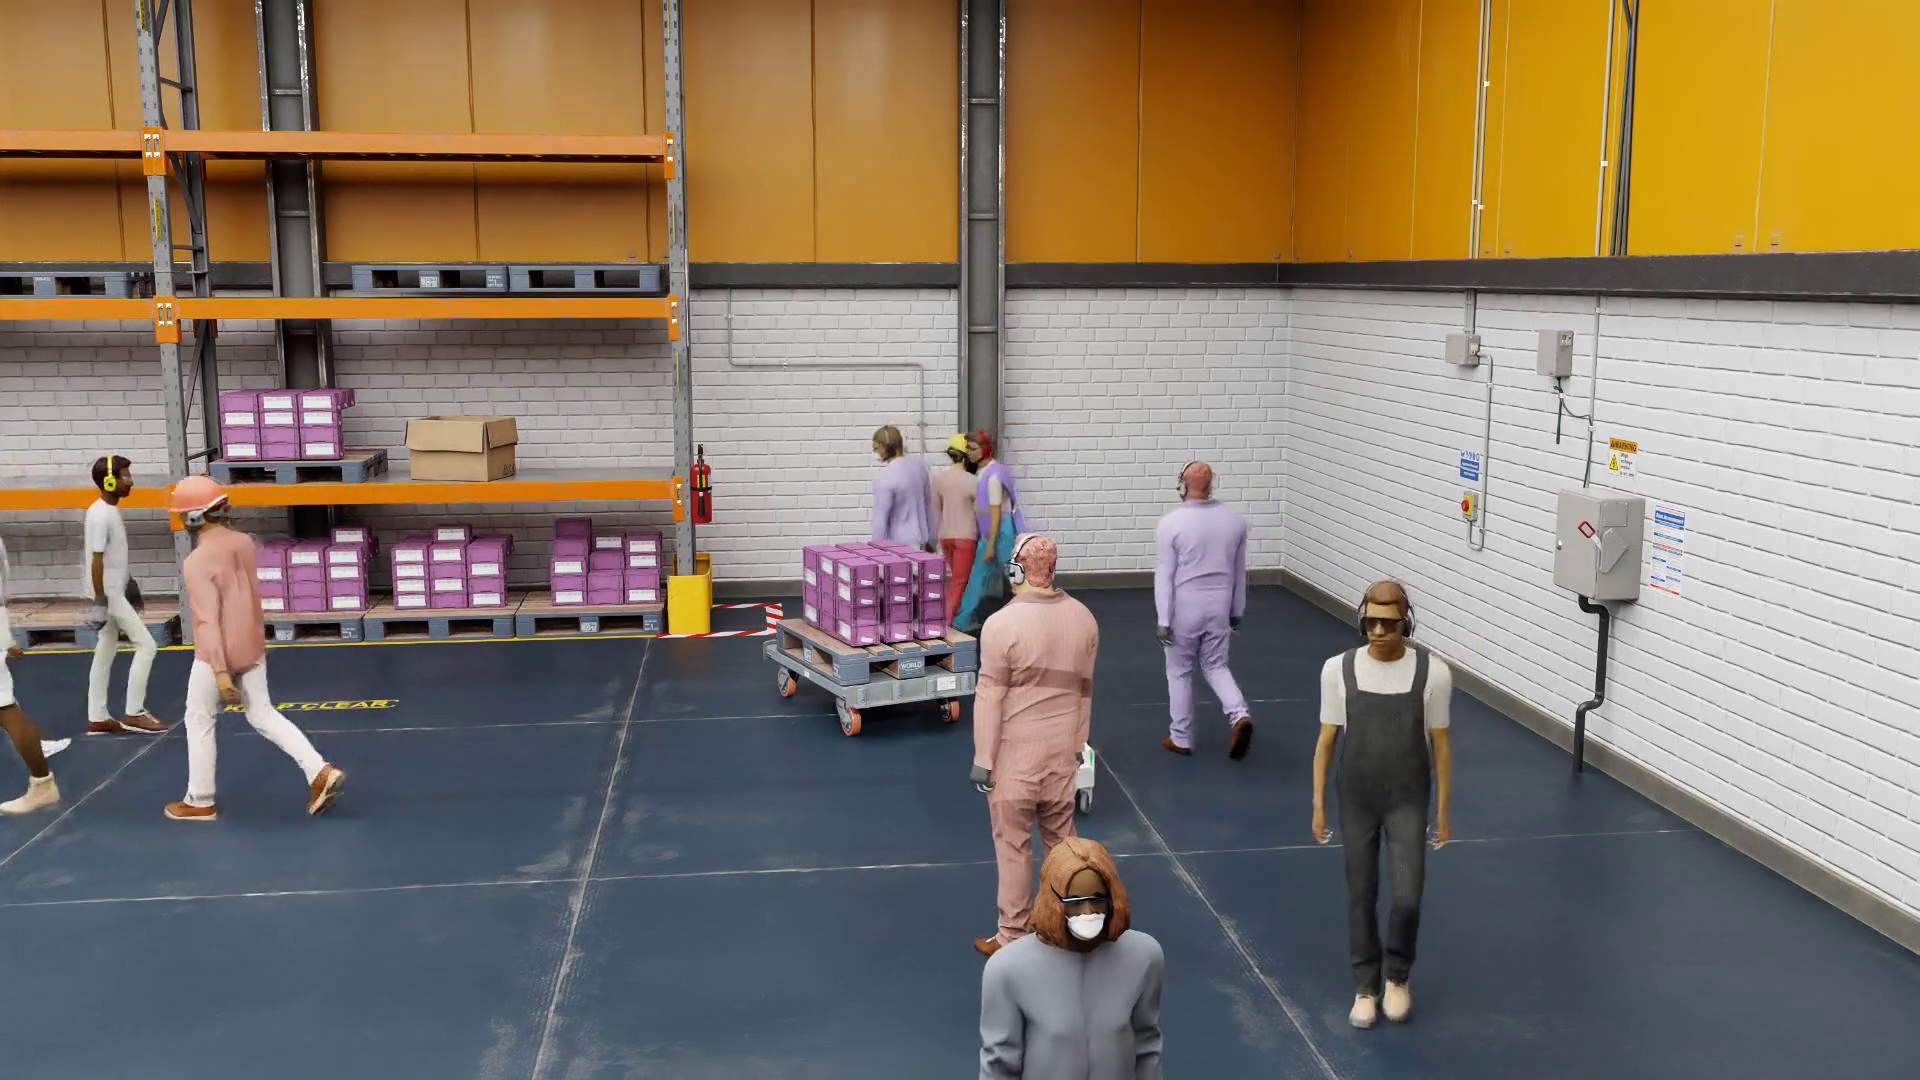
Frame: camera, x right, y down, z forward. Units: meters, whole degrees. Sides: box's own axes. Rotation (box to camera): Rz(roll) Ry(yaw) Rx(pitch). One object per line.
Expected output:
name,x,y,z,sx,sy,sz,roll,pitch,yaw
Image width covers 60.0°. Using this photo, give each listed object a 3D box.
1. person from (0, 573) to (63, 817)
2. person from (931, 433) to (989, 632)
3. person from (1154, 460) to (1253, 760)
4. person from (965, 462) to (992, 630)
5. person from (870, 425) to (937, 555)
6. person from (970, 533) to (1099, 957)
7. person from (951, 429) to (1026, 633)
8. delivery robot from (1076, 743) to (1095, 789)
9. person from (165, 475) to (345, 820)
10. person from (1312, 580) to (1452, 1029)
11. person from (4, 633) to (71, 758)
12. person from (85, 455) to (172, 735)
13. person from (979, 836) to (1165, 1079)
person,-5.531,0.584,9.104,1.033,1.991,0.628,-5,11,-30
person,-0.011,-0.019,13.748,0.529,1.731,0.847,6,11,34
person,1.519,0.452,10.288,0.657,1.885,0.709,-4,10,-23
person,0.046,-0.081,14.284,0.547,1.673,0.619,-5,11,-30
person,-0.461,0.046,12.871,1.037,1.868,0.686,5,10,27
person,0.309,0.913,7.384,0.647,1.900,0.402,-7,12,-38
person,0.262,-0.027,13.642,0.991,1.763,0.569,-3,10,-17
delivery robot,0.510,1.201,9.457,0.477,0.478,0.707,-2,9,-14
person,-3.942,0.608,9.131,0.939,1.954,0.610,2,9,13
person,1.675,1.062,6.631,0.547,1.831,0.411,3,10,19
person,-5.921,0.611,9.938,0.972,1.675,0.483,-8,12,-42
person,-5.497,0.364,10.946,0.650,1.847,0.515,-5,10,-29
person,0.292,1.542,4.263,0.507,1.632,0.267,-3,10,-17
